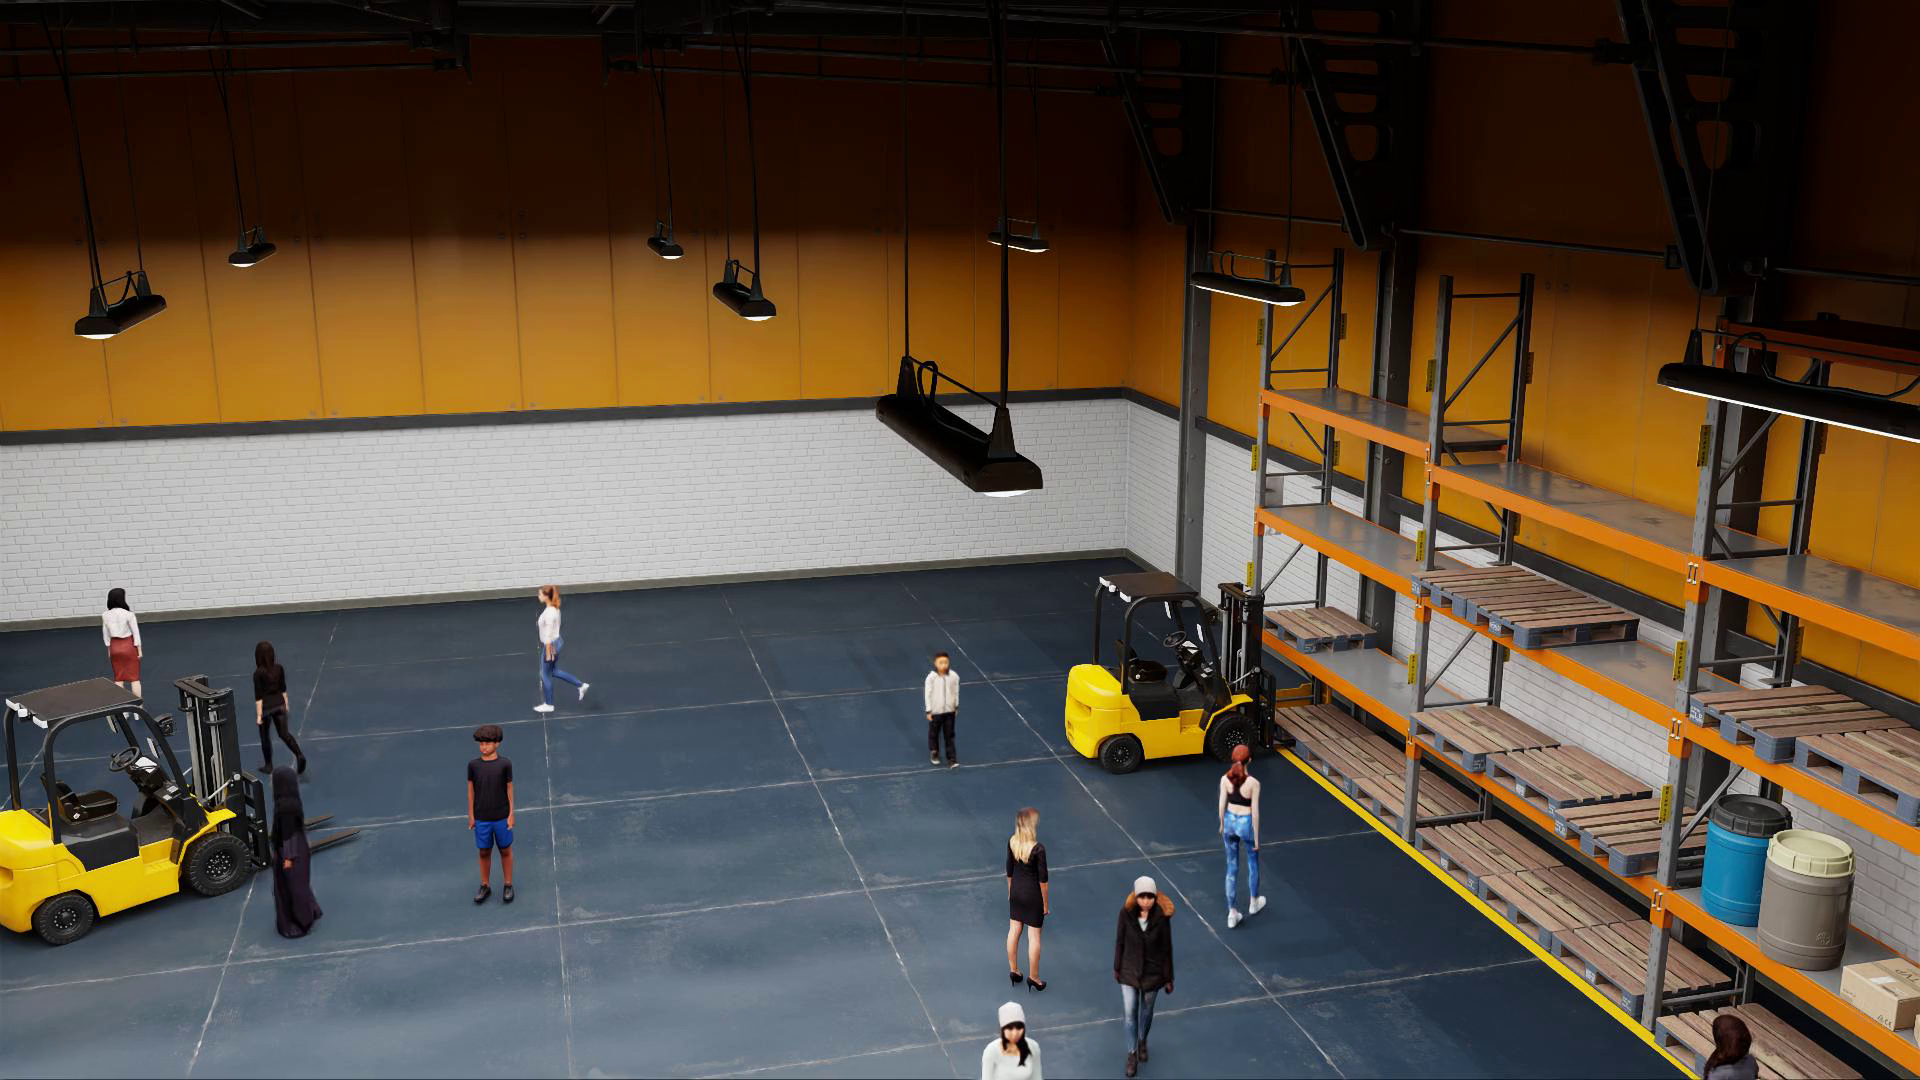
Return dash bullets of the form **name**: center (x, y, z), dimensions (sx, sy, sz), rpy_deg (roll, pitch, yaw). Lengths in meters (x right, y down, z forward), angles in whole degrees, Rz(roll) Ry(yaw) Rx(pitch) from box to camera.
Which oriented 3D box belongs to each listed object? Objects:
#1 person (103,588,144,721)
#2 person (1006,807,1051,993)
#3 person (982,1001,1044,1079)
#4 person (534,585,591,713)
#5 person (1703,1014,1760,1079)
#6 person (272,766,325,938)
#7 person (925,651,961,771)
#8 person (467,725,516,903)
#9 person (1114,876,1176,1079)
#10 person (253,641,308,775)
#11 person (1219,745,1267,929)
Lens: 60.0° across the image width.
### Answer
- **person**: center (-10.729, 1.461, 21.353), dimensions (0.642, 1.751, 0.589), rpy_deg (0, 14, -1)
- **person**: center (0.582, 3.139, 14.584), dimensions (0.590, 1.676, 0.682), rpy_deg (11, 17, 37)
- **person**: center (0.345, 3.911, 11.476), dimensions (0.573, 1.637, 0.599), rpy_deg (-4, 14, -16)
- **person**: center (-5.222, 1.416, 21.640), dimensions (0.789, 1.704, 0.925), rpy_deg (0, 14, -2)
- **person**: center (5.094, 3.985, 10.923), dimensions (0.714, 1.754, 0.733), rpy_deg (-6, 15, -24)
- **person**: center (-6.283, 2.922, 15.644), dimensions (0.761, 1.600, 0.615), rpy_deg (-9, 16, -33)
- **person**: center (-0.245, 2.004, 19.810), dimensions (0.607, 1.422, 0.906), rpy_deg (-4, 14, -17)
- **person**: center (-4.583, 2.662, 16.293), dimensions (0.640, 1.799, 0.639), rpy_deg (-1, 14, -4)
- **person**: center (1.472, 3.441, 13.452), dimensions (0.772, 1.621, 0.862), rpy_deg (1, 14, 5)
- **person**: center (-7.979, 1.998, 19.410), dimensions (1.061, 1.622, 0.964), rpy_deg (9, 16, 33)
- **person**: center (2.615, 2.817, 15.710), dimensions (0.899, 1.772, 0.962), rpy_deg (8, 16, 29)
